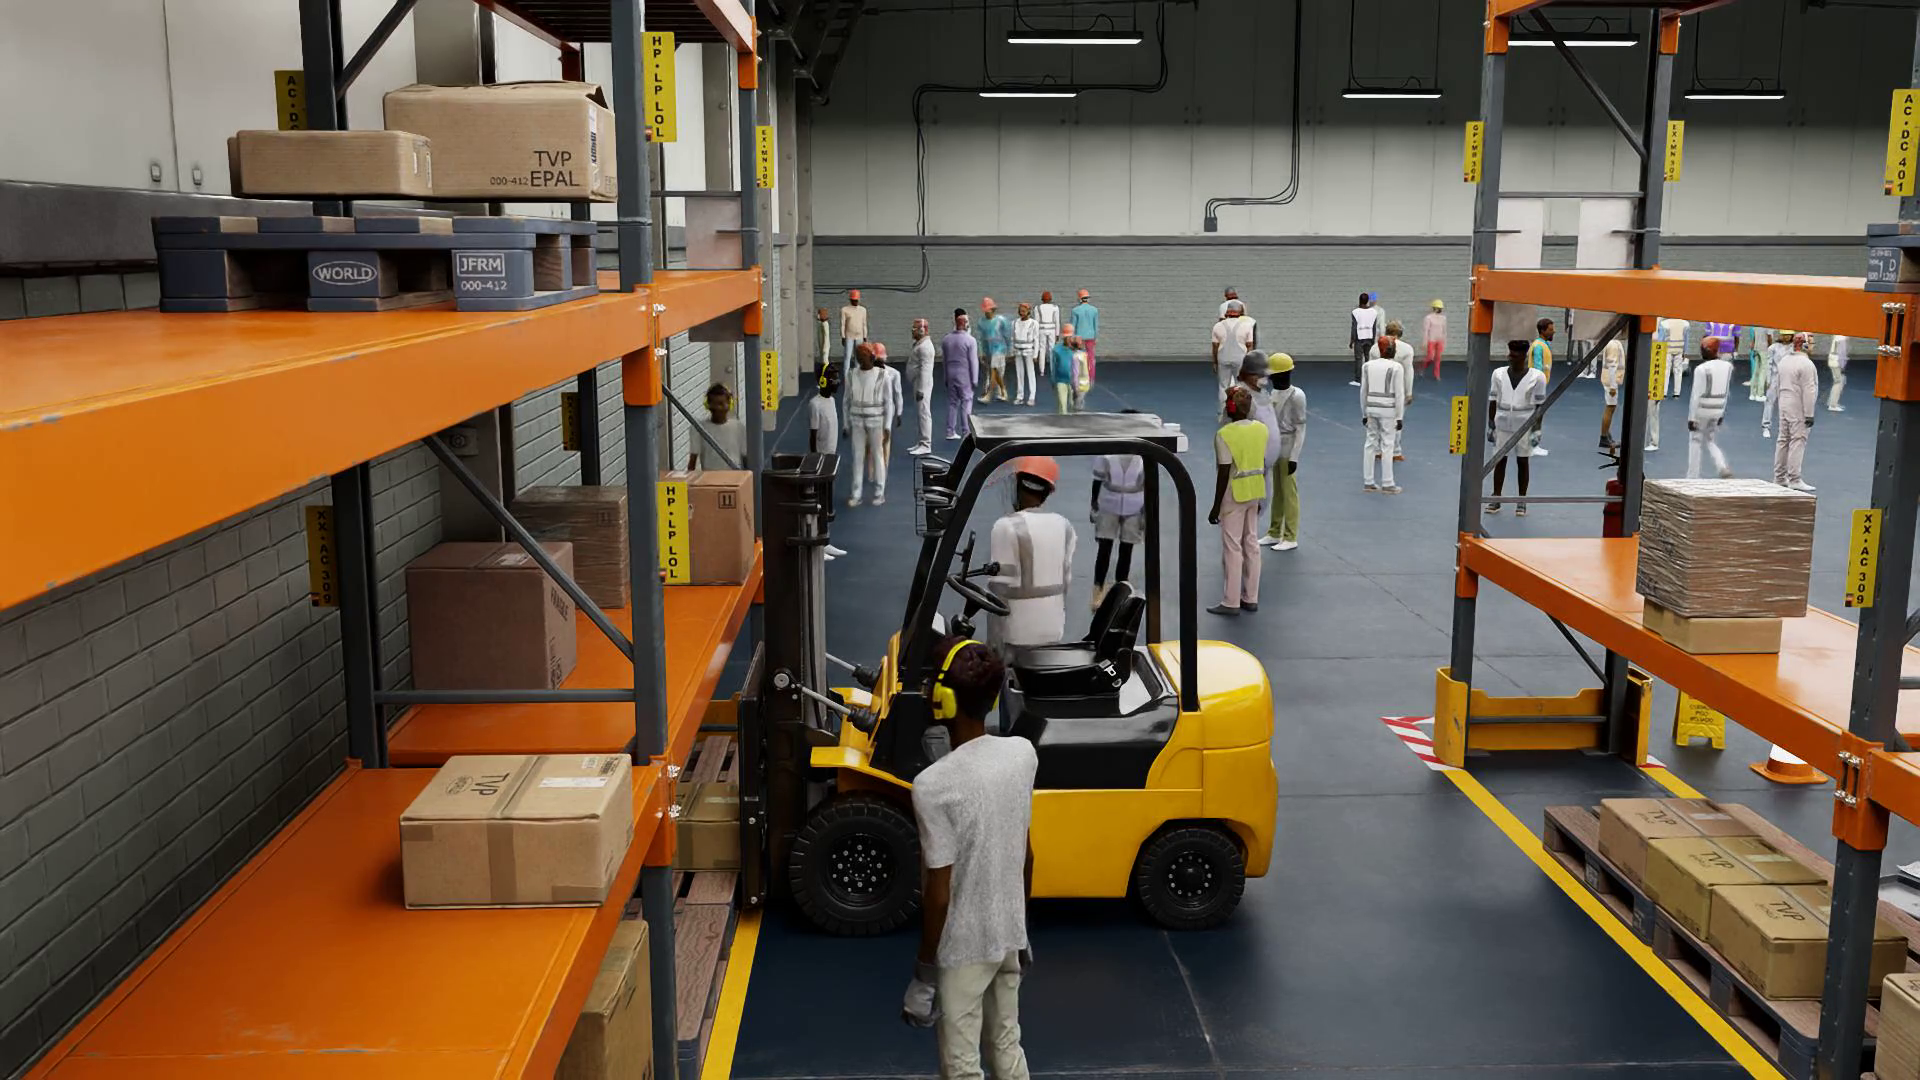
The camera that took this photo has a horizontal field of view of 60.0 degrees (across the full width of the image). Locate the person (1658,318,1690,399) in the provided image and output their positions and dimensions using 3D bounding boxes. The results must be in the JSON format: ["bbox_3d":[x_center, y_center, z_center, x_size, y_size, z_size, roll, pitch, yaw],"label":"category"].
[{"bbox_3d":[13.509,-3.575,31.588,0.589,1.822,0.403,0,10,-2],"label":"person"}]

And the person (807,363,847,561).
[{"bbox_3d":[-1.274,-0.736,15.679,0.327,1.861,0.510,3,11,16],"label":"person"}]

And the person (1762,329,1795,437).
[{"bbox_3d":[12.570,-2.431,25.431,0.483,1.745,0.301,1,10,3],"label":"person"}]

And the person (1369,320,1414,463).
[{"bbox_3d":[5.853,-2.017,22.615,0.632,1.931,0.365,9,13,40],"label":"person"}]

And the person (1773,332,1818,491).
[{"bbox_3d":[10.136,-1.558,20.113,0.410,1.908,0.643,-1,10,-5],"label":"person"}]

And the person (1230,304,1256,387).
[{"bbox_3d":[5.327,-3.598,31.781,0.643,1.810,0.602,1,10,3],"label":"person"}]

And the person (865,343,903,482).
[{"bbox_3d":[-1.008,-1.586,20.758,0.588,1.719,0.771,0,10,-2],"label":"person"}]

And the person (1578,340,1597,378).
[{"bbox_3d":[13.841,-4.433,36.582,0.299,1.745,0.483,-4,11,-21],"label":"person"}]

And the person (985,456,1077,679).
[{"bbox_3d":[0.345,0.500,8.727,0.654,1.891,0.413,-10,14,-44],"label":"person"}]

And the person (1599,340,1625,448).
[{"bbox_3d":[9.527,-2.296,24.177,0.393,1.927,0.550,4,11,22],"label":"person"}]

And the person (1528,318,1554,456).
[{"bbox_3d":[8.136,-2.156,23.408,0.394,1.920,0.587,4,11,22],"label":"person"}]

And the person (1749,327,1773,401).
[{"bbox_3d":[15.121,-3.540,31.295,0.336,1.860,0.510,-1,10,-8],"label":"person"}]

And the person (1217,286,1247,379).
[{"bbox_3d":[5.876,-4.531,36.302,0.674,2.000,0.536,-5,11,-26],"label":"person"}]

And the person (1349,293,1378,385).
[{"bbox_3d":[8.408,-4.180,34.682,0.591,1.922,0.392,-3,11,-19],"label":"person"}]

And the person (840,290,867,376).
[{"bbox_3d":[-2.222,-4.256,34.923,0.609,1.985,0.392,-6,12,-28],"label":"person"}]

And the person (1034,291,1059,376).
[{"bbox_3d":[1.936,-4.609,37.177,0.572,1.883,0.353,-1,10,-3],"label":"person"}]

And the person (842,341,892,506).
[{"bbox_3d":[-1.055,-1.315,18.833,0.585,1.883,0.346,3,11,17],"label":"person"}]

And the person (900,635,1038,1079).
[{"bbox_3d":[0.024,1.202,4.860,0.333,1.864,0.515,9,13,40],"label":"person"}]

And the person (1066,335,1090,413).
[{"bbox_3d":[1.749,-2.211,24.531,0.366,1.620,0.550,3,11,15],"label":"person"}]

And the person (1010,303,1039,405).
[{"bbox_3d":[1.185,-3.408,30.517,0.577,1.876,0.350,7,12,33],"label":"person"}]

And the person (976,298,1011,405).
[{"bbox_3d":[0.649,-3.494,30.805,0.608,1.970,1.084,6,12,31],"label":"person"}]

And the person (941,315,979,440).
[{"bbox_3d":[0.026,-2.431,25.018,0.655,1.900,0.398,9,14,42],"label":"person"}]

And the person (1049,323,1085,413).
[{"bbox_3d":[1.685,-2.513,25.919,0.602,1.727,0.526,1,10,6],"label":"person"}]

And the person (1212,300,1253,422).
[{"bbox_3d":[4.520,-2.958,27.538,0.676,2.000,0.536,3,11,17],"label":"person"}]

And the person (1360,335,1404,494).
[{"bbox_3d":[5.024,-1.489,19.796,0.358,1.881,0.574,-9,13,-40],"label":"person"}]

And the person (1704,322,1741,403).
[{"bbox_3d":[14.172,-3.537,30.969,0.610,1.964,0.365,7,12,35],"label":"person"}]

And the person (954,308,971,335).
[{"bbox_3d":[0.028,-3.691,32.620,0.319,1.690,0.535,6,12,29],"label":"person"}]

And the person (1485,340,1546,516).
[{"bbox_3d":[6.075,-1.246,18.229,0.600,1.958,0.377,6,12,31],"label":"person"}]

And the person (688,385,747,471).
[{"bbox_3d":[-1.996,-0.365,13.717,0.518,1.819,0.975,0,10,2],"label":"person"}]

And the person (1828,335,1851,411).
[{"bbox_3d":[15.551,-3.073,29.371,0.376,1.613,0.591,4,11,24],"label":"person"}]

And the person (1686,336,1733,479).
[{"bbox_3d":[8.946,-1.504,19.901,0.612,1.870,0.594,-4,11,-23],"label":"person"}]

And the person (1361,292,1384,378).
[{"bbox_3d":[9.131,-4.544,36.782,0.619,1.905,0.829,8,13,38],"label":"person"}]

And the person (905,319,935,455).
[{"bbox_3d":[-0.567,-2.163,23.474,0.409,1.913,0.642,-1,10,-5],"label":"person"}]

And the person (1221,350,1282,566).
[{"bbox_3d":[2.685,-0.768,15.340,0.540,2.000,0.716,7,12,34],"label":"person"}]

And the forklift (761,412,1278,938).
[{"bbox_3d":[0.291,0.548,7.580,2.313,2.155,1.214,0,10,-2],"label":"forklift"}]

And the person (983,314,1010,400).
[{"bbox_3d":[0.698,-3.467,31.520,0.540,1.627,0.362,5,11,25],"label":"person"}]

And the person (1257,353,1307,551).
[{"bbox_3d":[3.120,-0.857,16.179,0.382,1.917,0.584,-4,11,-19],"label":"person"}]

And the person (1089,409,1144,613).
[{"bbox_3d":[1.310,-0.227,13.378,0.550,1.669,0.541,1,10,7],"label":"person"}]

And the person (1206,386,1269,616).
[{"bbox_3d":[2.236,-0.310,13.323,0.563,1.847,0.389,-9,13,-40],"label":"person"}]

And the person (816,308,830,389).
[{"bbox_3d":[-2.794,-3.908,33.954,0.273,1.636,0.507,-2,10,-12],"label":"person"}]

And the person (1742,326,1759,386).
[{"bbox_3d":[16.551,-4.118,34.590,0.357,1.835,0.516,6,12,30],"label":"person"}]

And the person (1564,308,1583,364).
[{"bbox_3d":[15.043,-5.229,40.527,0.598,1.917,0.378,5,11,27],"label":"person"}]

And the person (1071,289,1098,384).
[{"bbox_3d":[2.609,-4.281,35.077,0.611,1.985,0.415,-3,11,-18],"label":"person"}]

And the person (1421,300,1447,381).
[{"bbox_3d":[10.211,-4.289,35.770,0.528,1.755,0.432,-4,11,-21],"label":"person"}]
